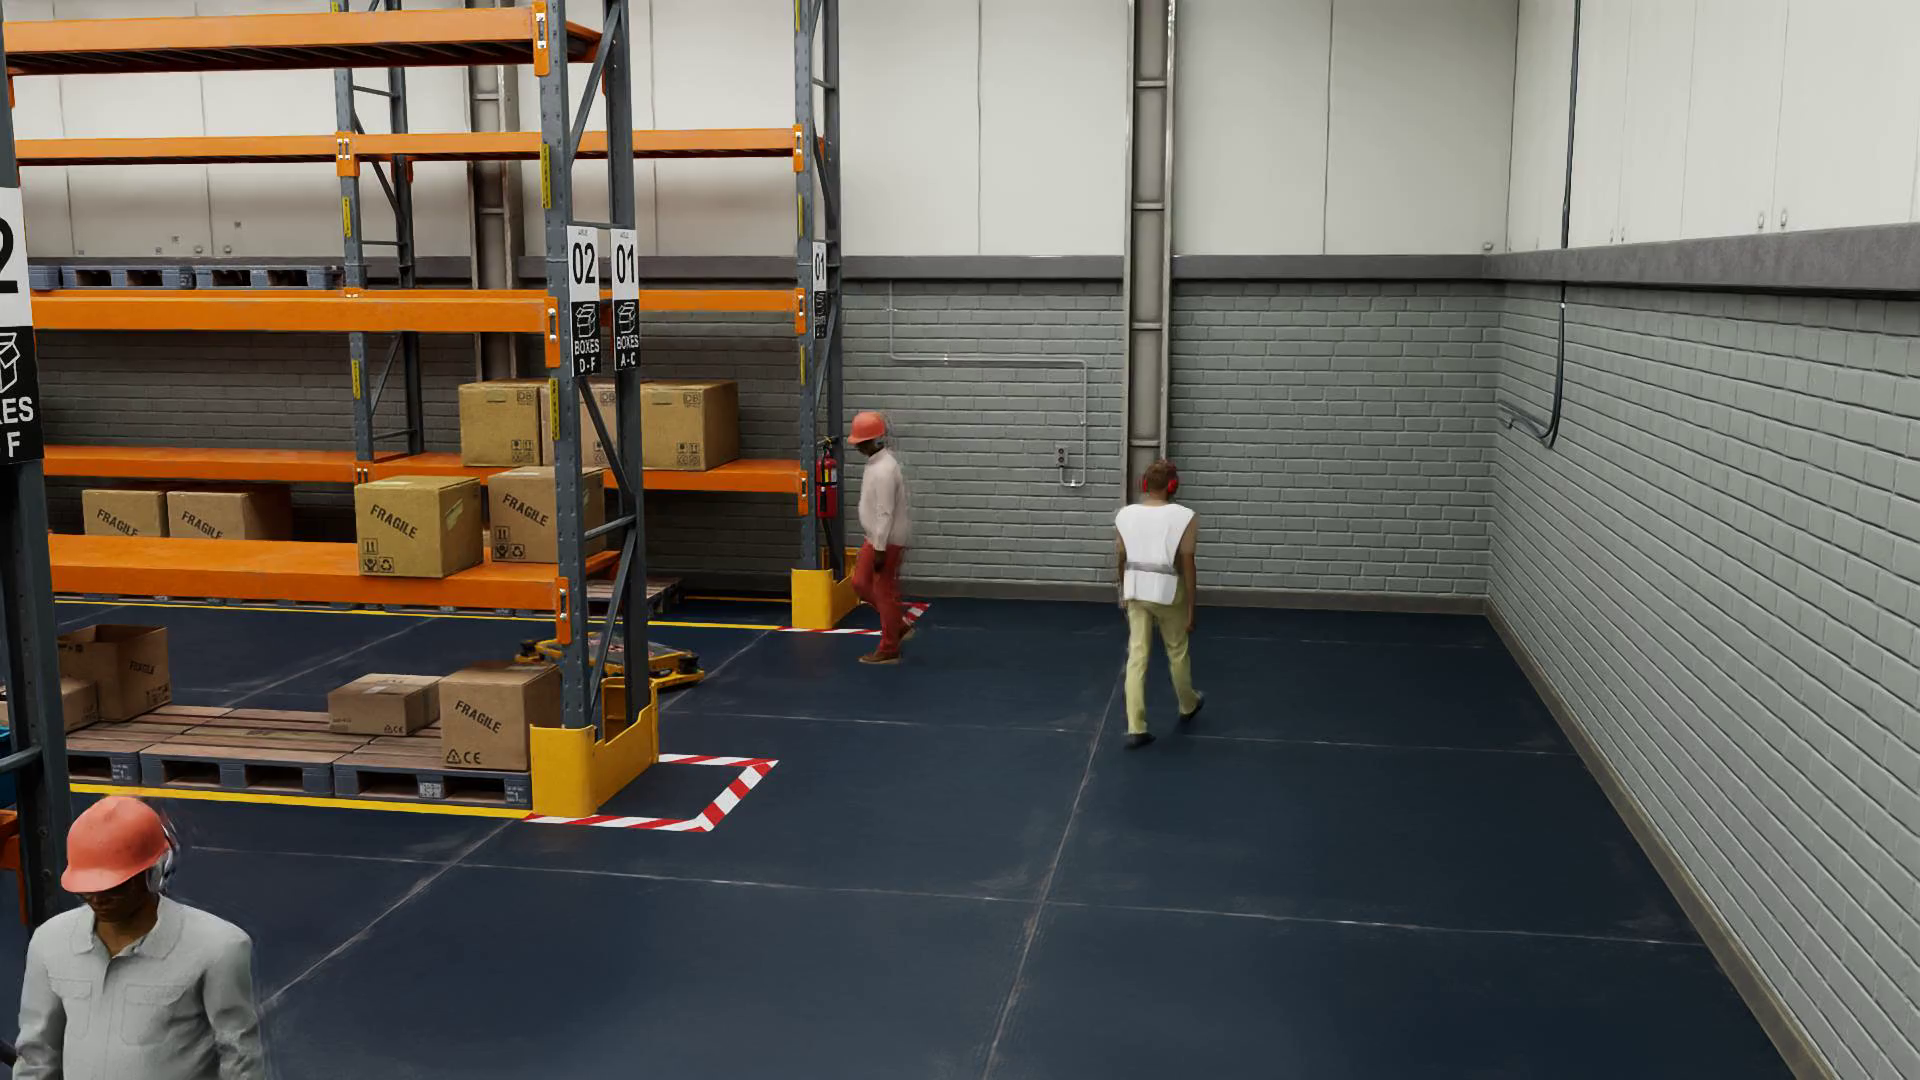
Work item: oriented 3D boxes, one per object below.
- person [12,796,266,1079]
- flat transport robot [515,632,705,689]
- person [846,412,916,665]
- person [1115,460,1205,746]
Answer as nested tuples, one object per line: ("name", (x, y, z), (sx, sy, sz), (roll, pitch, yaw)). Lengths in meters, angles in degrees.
("person", (-2.036, 1.473, 4.081), (0.575, 1.737, 0.420), (2, 9, 9))
("flat transport robot", (-2.601, 0.883, 12.281), (1.431, 0.197, 0.652), (8, 12, 40))
("person", (-0.634, 0.003, 12.535), (0.474, 1.945, 0.690), (-2, 9, -12))
("person", (1.293, 0.384, 10.687), (0.579, 1.783, 0.992), (5, 10, 28))
